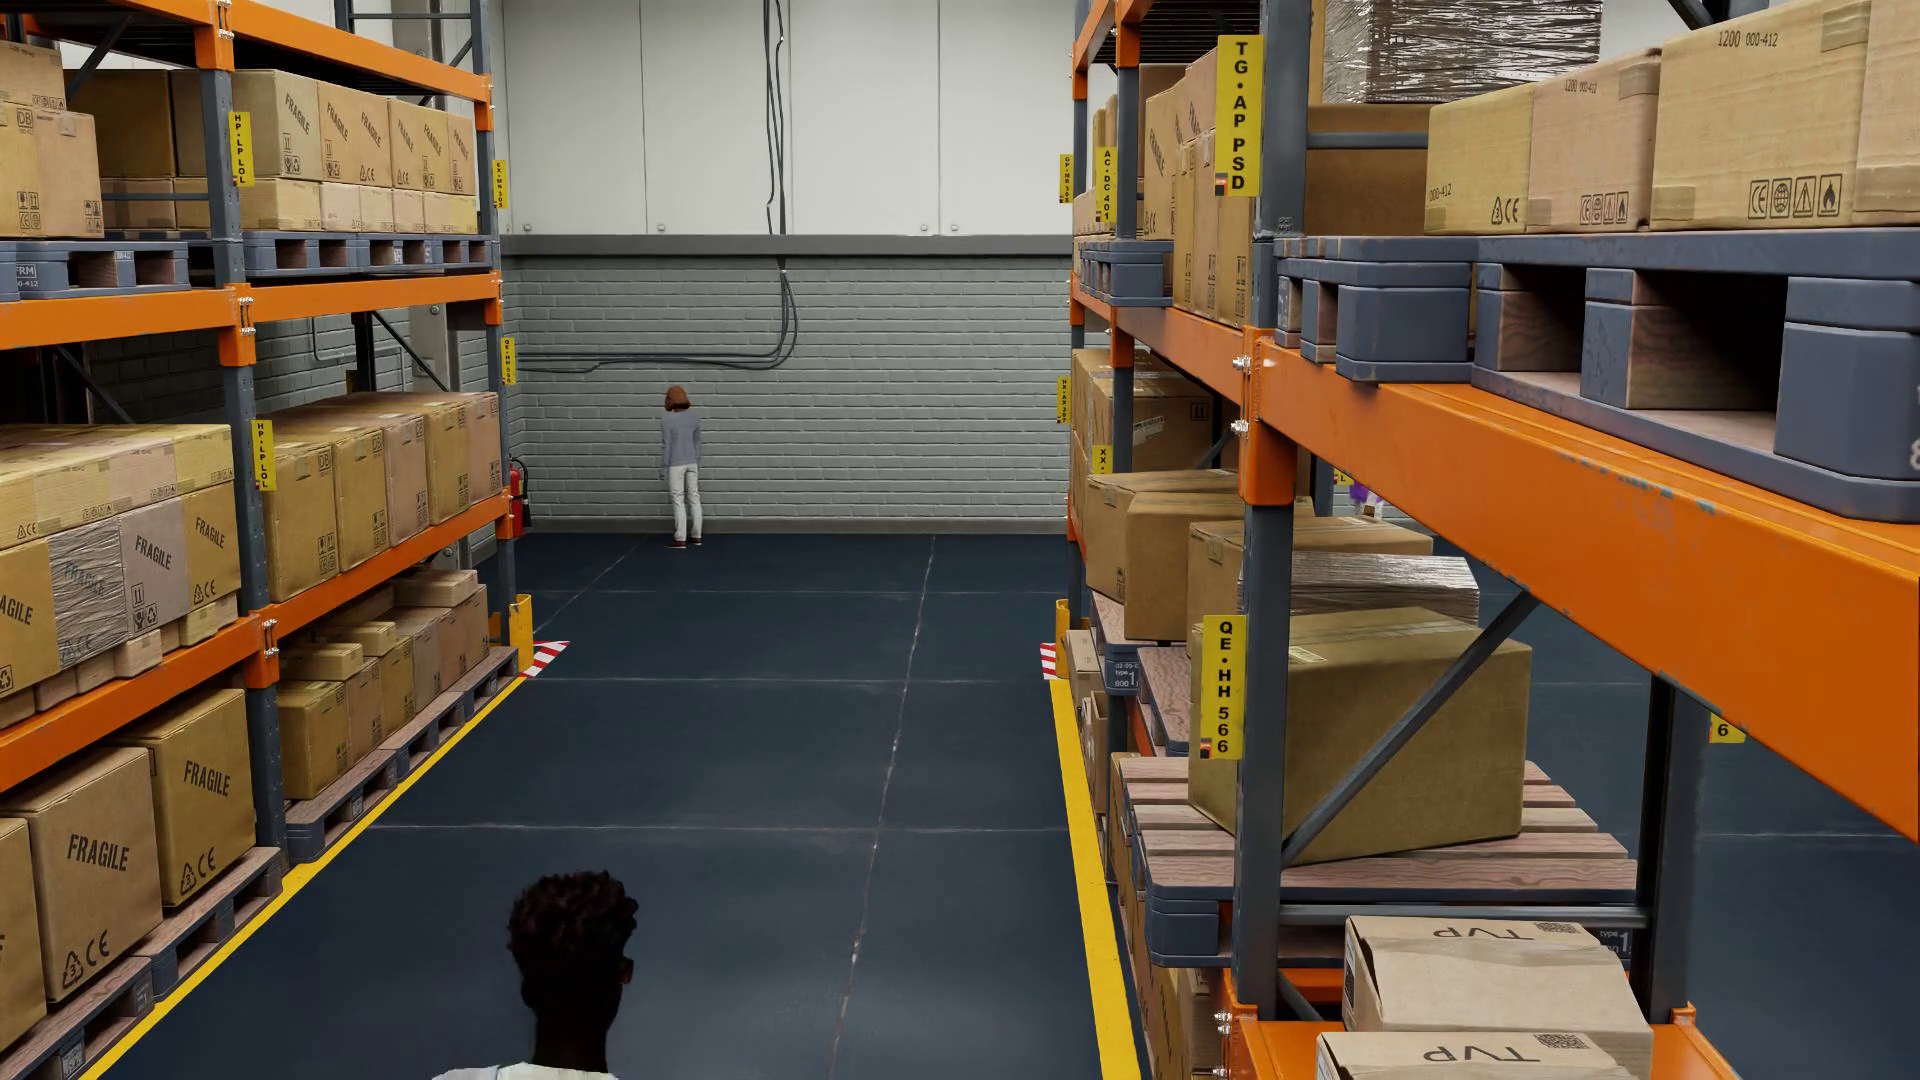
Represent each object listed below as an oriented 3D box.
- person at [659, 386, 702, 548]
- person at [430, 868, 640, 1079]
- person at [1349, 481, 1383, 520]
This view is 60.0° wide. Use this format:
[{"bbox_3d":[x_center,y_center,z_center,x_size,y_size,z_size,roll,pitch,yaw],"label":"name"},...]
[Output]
[{"bbox_3d":[-2.801,-0.730,16.685,0.277,1.631,0.506,8,13,39],"label":"person"},{"bbox_3d":[-0.695,1.550,2.943,0.616,1.955,0.592,3,10,15],"label":"person"},{"bbox_3d":[3.367,-0.381,13.848,0.352,1.939,0.552,1,10,3],"label":"person"}]
